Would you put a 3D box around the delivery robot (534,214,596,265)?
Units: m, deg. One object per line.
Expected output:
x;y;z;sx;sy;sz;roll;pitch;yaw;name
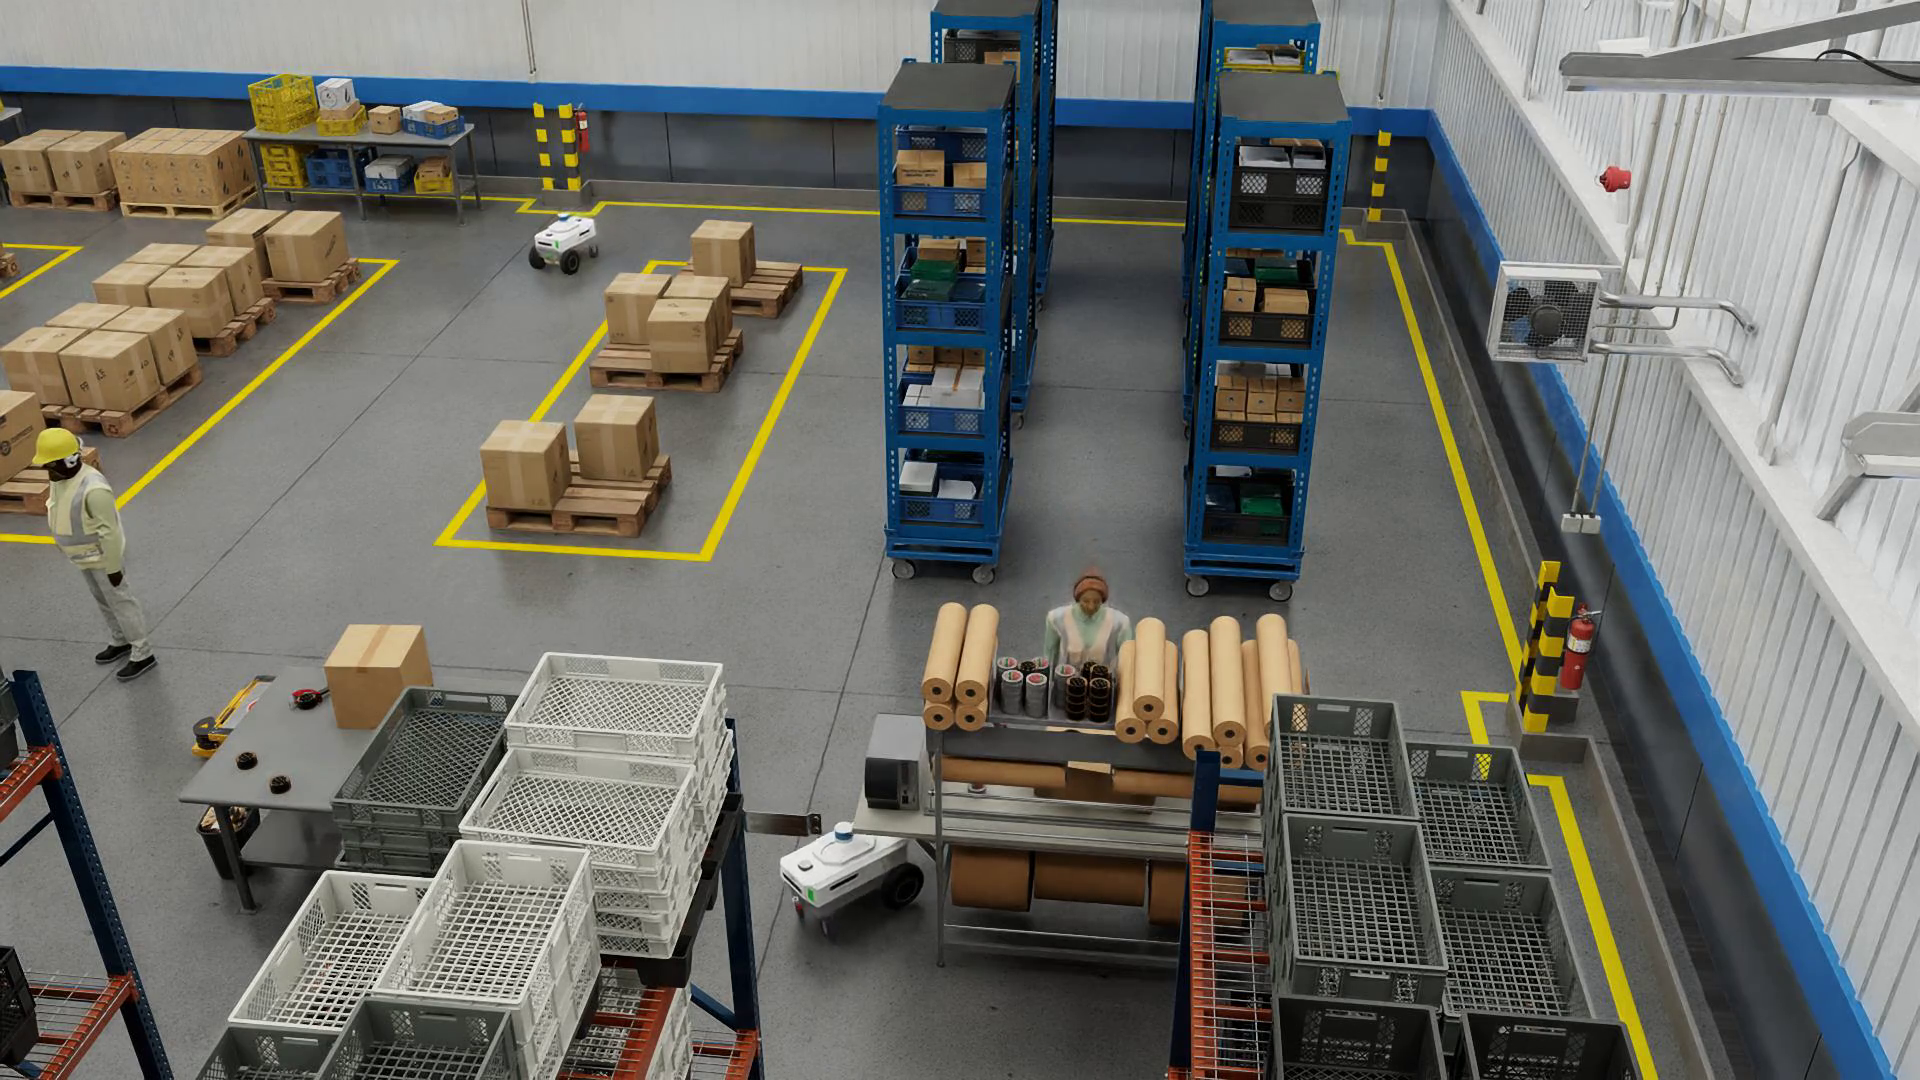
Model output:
-4.243;-3.266;17.885;0.477;0.478;0.707;13;33;22;delivery robot

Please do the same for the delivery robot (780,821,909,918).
-0.638;1.779;9.220;0.707;0.478;0.477;-22;37;-32;delivery robot

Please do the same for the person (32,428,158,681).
-5.734;0.071;10.991;0.592;1.823;0.403;22;37;33;person

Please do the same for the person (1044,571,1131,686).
0.754;0.902;9.785;0.525;1.592;0.775;1;30;1;person
